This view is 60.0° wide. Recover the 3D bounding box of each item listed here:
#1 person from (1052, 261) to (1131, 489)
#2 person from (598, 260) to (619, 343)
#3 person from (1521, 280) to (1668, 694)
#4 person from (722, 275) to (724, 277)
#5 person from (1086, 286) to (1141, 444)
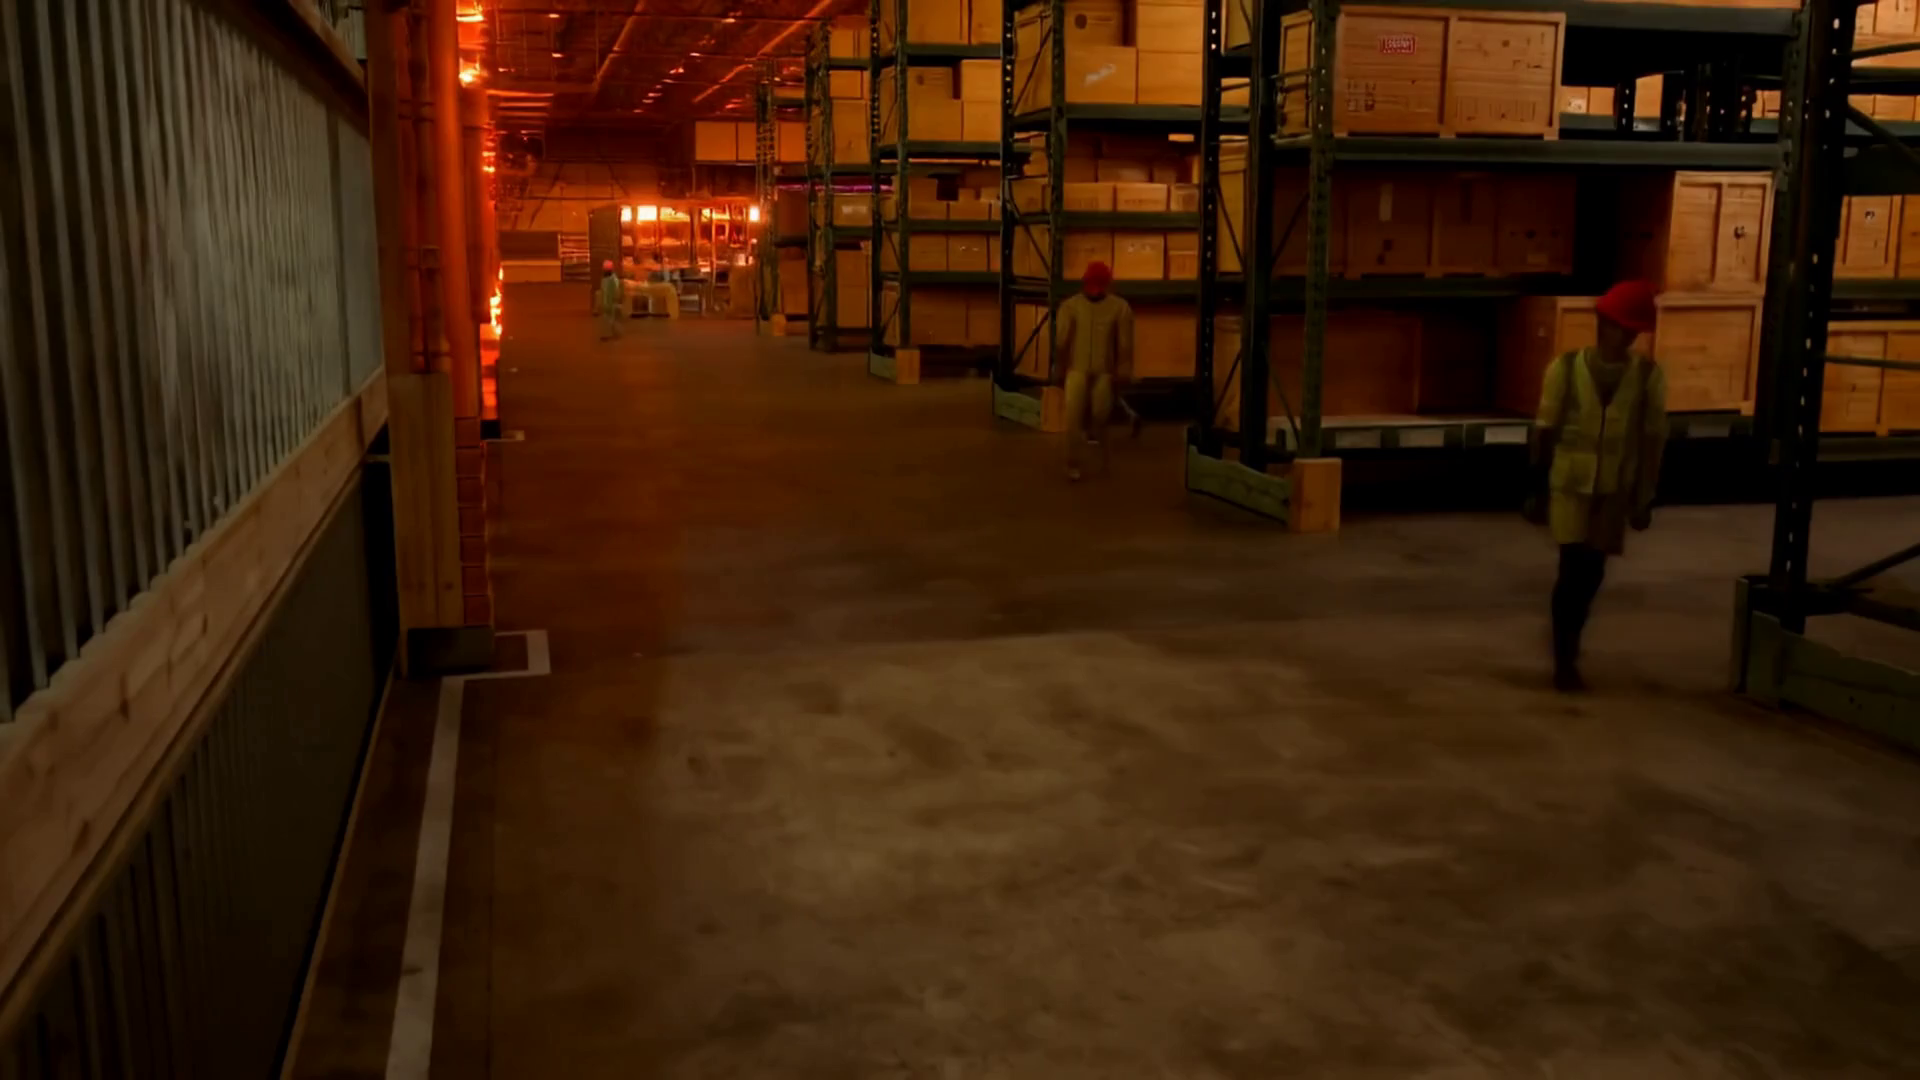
[{"bbox_3d":[1.113,-1.398,14.046,0.671,1.904,0.634,1,10,7],"label":"person"},{"bbox_3d":[-7.410,-5.042,35.125,0.590,1.738,0.399,10,14,44],"label":"person"},{"bbox_3d":[2.961,-0.281,7.813,0.601,1.886,0.887,3,10,14],"label":"person"},{"bbox_3d":[-9.477,-10.999,68.282,1.017,1.938,0.629,-4,11,-20],"label":"person"},{"bbox_3d":[1.550,-1.778,16.981,0.466,1.626,0.529,4,11,20],"label":"person"}]
